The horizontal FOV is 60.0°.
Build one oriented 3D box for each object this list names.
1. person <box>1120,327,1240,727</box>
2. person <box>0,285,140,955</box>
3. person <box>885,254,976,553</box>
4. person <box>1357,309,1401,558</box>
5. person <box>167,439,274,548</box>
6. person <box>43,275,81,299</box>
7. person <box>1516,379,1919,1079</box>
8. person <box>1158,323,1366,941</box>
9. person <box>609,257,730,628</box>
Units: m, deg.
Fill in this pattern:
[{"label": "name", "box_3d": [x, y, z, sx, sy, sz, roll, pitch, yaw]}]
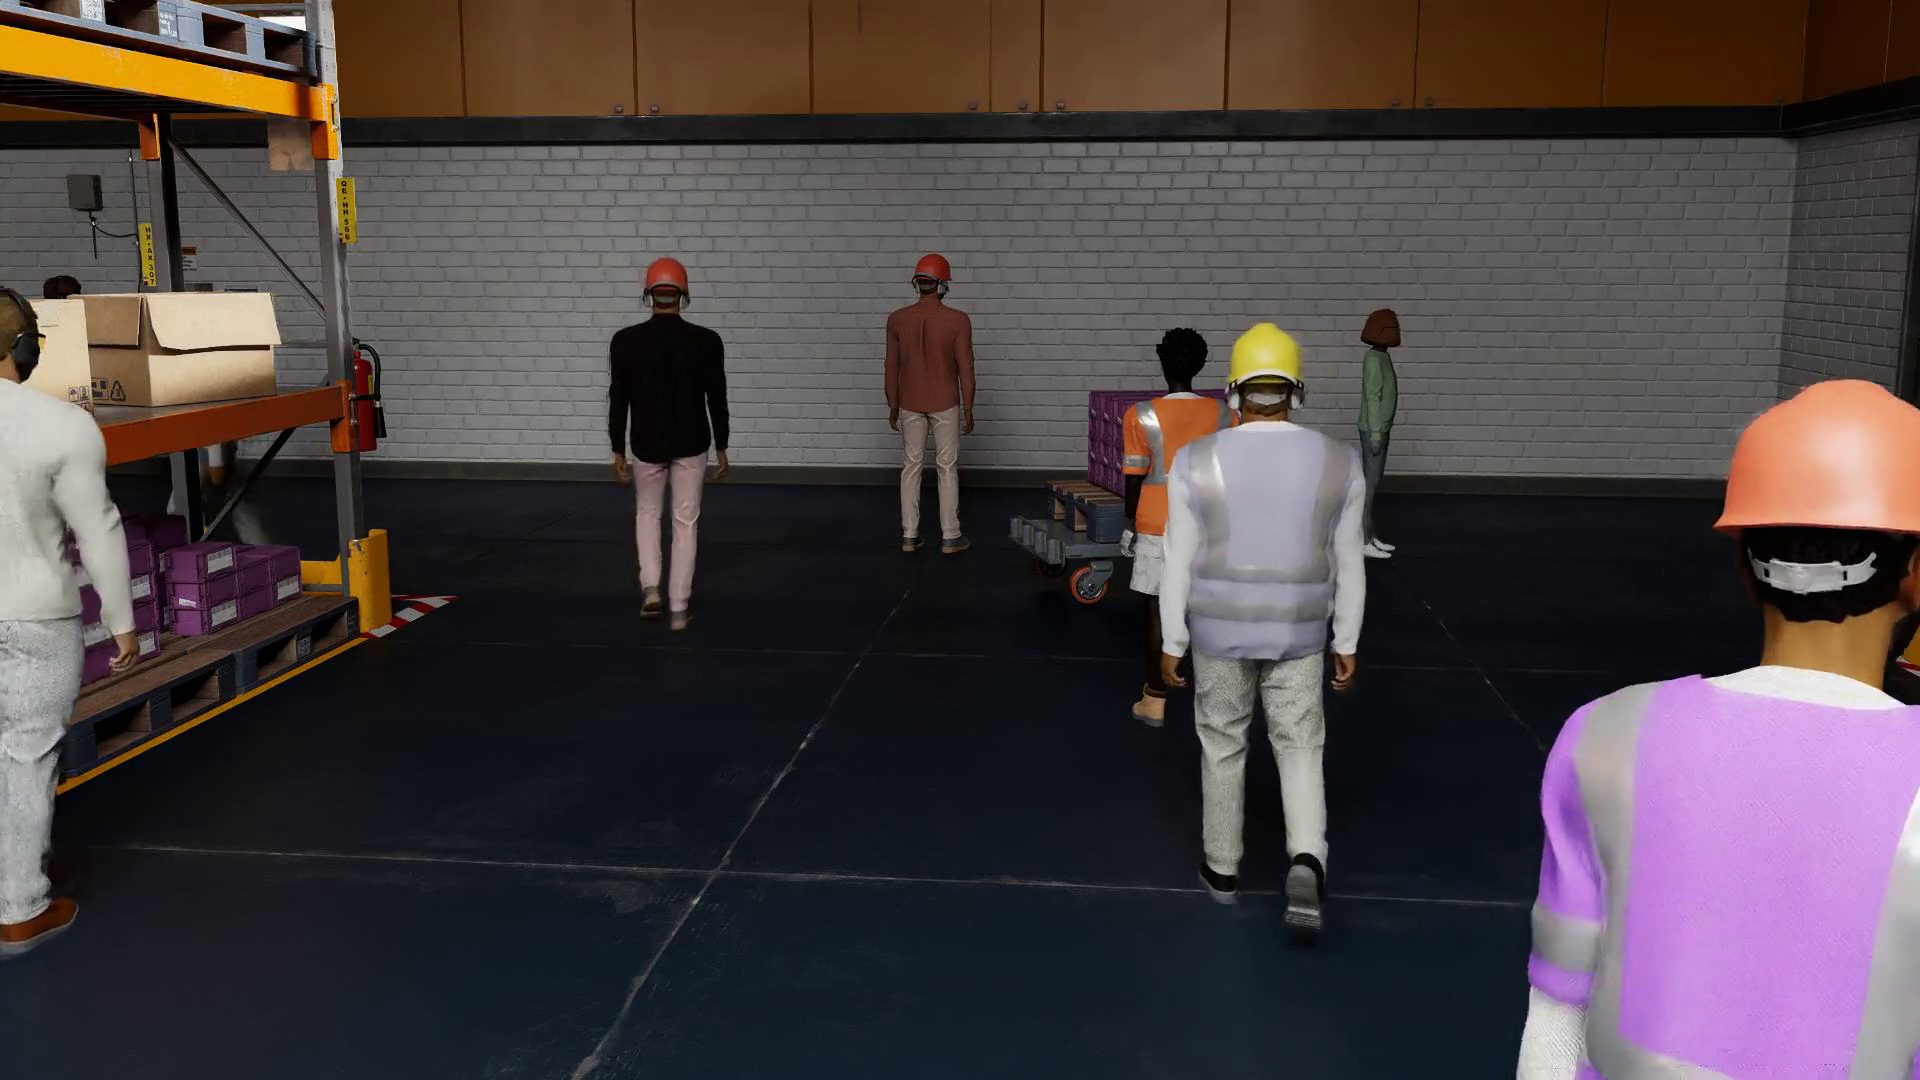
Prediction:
[{"label": "person", "box_3d": [0.931, -0.049, 7.075, 0.537, 1.695, 0.320, -2, 10, -11]}, {"label": "person", "box_3d": [-2.736, 0.217, 4.911, 0.661, 1.918, 0.656, 1, 10, 4]}, {"label": "person", "box_3d": [-0.190, -0.910, 11.150, 0.622, 1.992, 0.394, 3, 10, 17]}, {"label": "person", "box_3d": [2.772, -0.707, 11.015, 0.275, 1.636, 0.507, 4, 11, 19]}, {"label": "person", "box_3d": [-4.394, -0.517, 9.574, 0.945, 1.765, 0.628, -4, 11, -22]}, {"label": "person", "box_3d": [-6.236, -0.926, 11.683, 0.430, 1.845, 0.619, -2, 10, -9]}, {"label": "person", "box_3d": [0.796, 0.791, 1.729, 0.798, 1.897, 0.563, -10, 14, -44]}, {"label": "person", "box_3d": [0.893, 0.269, 4.928, 0.613, 1.812, 0.730, 0, 10, 1]}, {"label": "person", "box_3d": [-1.539, -0.508, 8.890, 0.631, 1.976, 0.435, -1, 10, -4]}]
